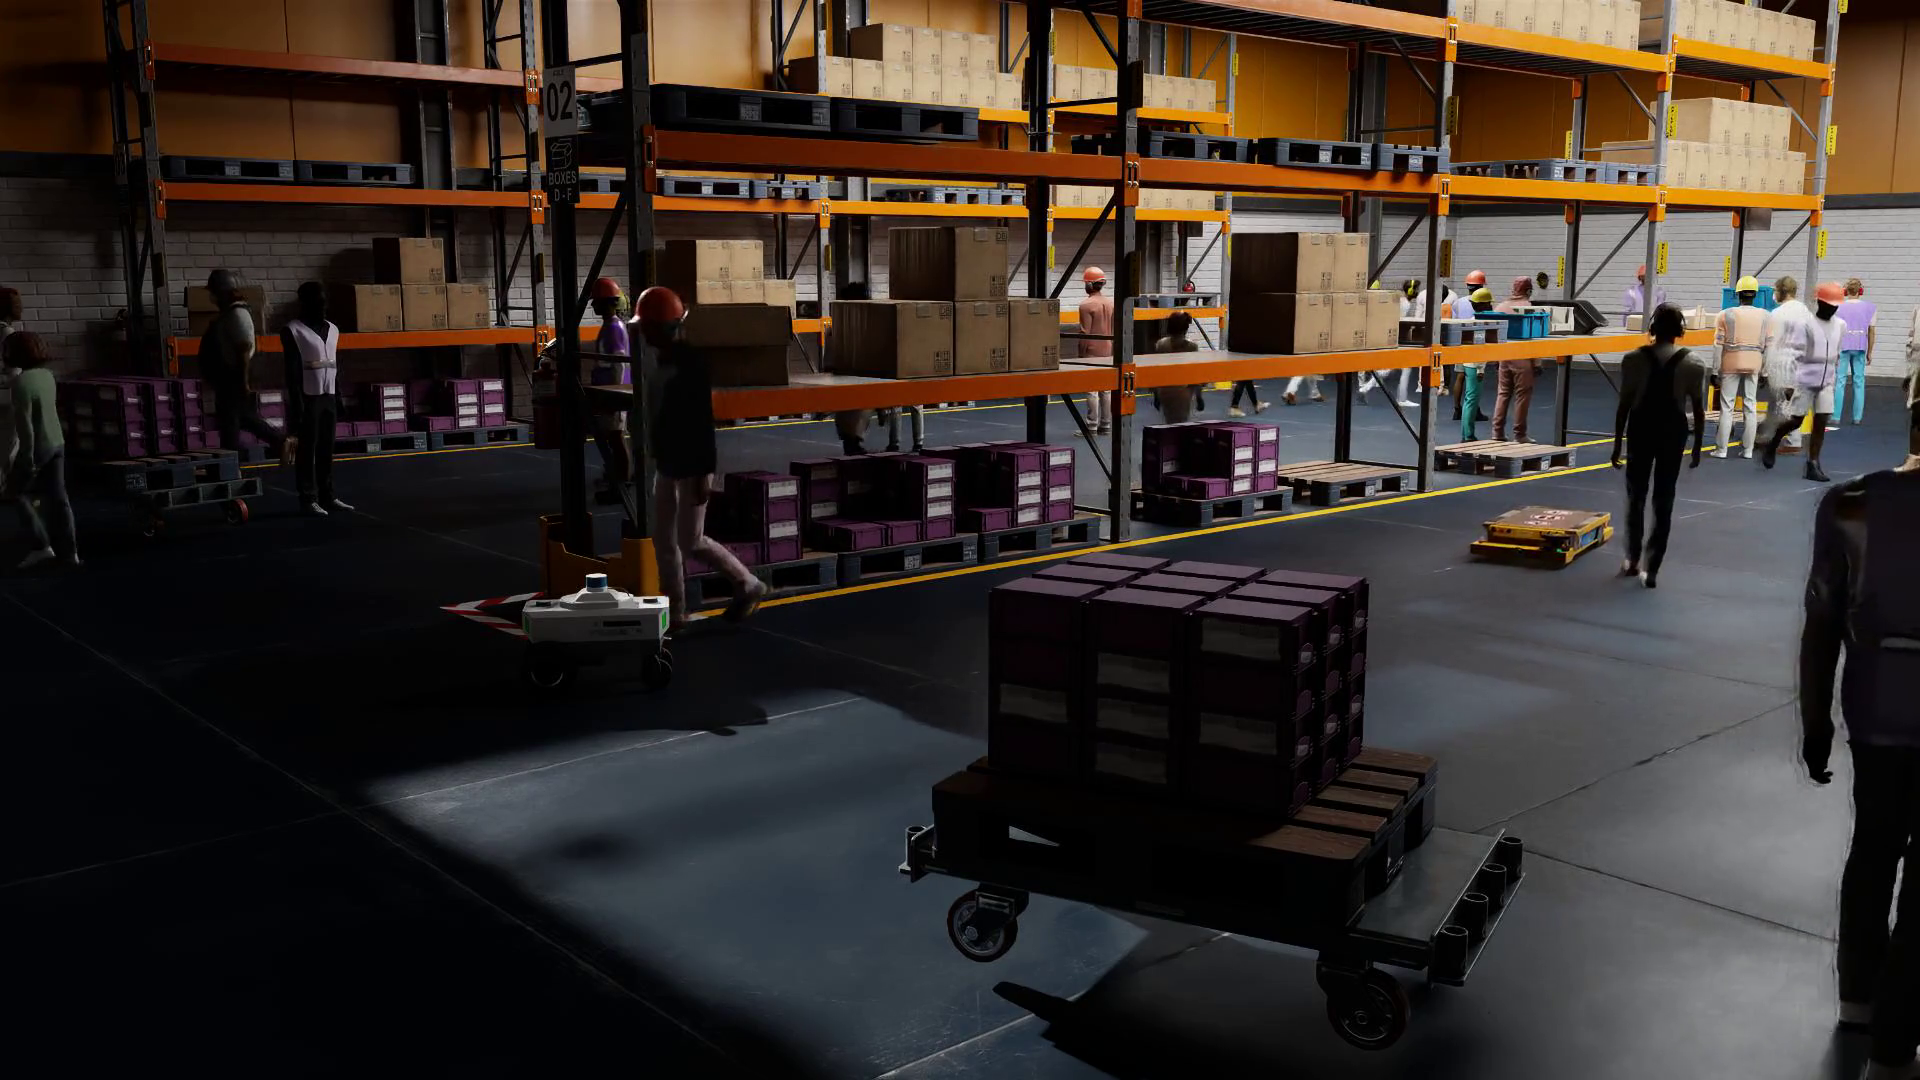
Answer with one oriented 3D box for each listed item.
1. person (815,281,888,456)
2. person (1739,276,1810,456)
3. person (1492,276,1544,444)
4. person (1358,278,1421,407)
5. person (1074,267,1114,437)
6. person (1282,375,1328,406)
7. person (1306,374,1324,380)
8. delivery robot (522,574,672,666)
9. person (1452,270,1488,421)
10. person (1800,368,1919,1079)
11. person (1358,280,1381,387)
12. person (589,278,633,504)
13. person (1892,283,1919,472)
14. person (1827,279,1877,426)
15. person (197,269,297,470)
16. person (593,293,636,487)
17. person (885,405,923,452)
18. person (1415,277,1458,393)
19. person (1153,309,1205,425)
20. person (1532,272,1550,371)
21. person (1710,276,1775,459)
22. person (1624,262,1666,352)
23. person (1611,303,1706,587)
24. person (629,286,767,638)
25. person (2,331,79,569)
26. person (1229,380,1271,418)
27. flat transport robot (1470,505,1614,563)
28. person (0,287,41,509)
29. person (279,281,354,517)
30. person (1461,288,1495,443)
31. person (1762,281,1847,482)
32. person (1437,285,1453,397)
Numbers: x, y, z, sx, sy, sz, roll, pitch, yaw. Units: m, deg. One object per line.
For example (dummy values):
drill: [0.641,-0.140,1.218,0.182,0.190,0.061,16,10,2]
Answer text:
person: [-0.845,-1.192,13.857,0.606,1.931,0.942,7,12,36]
person: [8.781,-1.862,17.842,0.655,1.926,0.672,-8,12,-38]
person: [6.345,-2.035,18.901,0.398,1.897,0.647,-7,12,-34]
person: [6.092,-2.780,23.484,0.788,1.828,0.524,0,10,-1]
person: [1.580,-2.202,19.567,0.378,1.995,0.609,9,13,41]
person: [4.936,-2.861,23.696,0.947,1.897,0.617,-6,11,-30]
person: [6.074,-3.730,28.511,0.396,1.992,0.623,-1,10,-7]
delivery robot: [-1.785,0.410,8.210,0.707,0.478,0.477,-2,10,-9]
person: [6.610,-2.499,21.471,0.362,1.938,0.545,-9,13,-41]
person: [2.513,0.453,4.291,0.611,1.898,0.586,-9,13,-43]
person: [6.718,-3.375,27.170,0.494,1.743,0.302,4,11,24]
person: [-3.016,-1.275,14.304,0.361,1.935,0.553,-2,10,-14]
person: [9.240,-1.590,15.843,0.376,2.045,0.605,-3,10,-19]
person: [11.160,-2.346,20.867,0.563,1.838,0.388,2,10,10]
person: [-6.876,-1.608,15.952,0.831,2.000,0.696,-5,11,-27]
person: [-3.129,-1.366,15.203,0.615,1.808,0.597,9,13,42]
person: [-0.616,-1.843,17.972,0.588,1.823,0.403,-3,10,-17]
person: [7.361,-3.214,25.791,0.647,1.897,0.399,1,10,4]
person: [2.021,-1.318,15.449,0.419,1.628,0.512,-7,12,-37]
person: [10.702,-4.011,30.655,0.376,1.836,0.651,8,13,40]
person: [8.190,-1.801,17.456,0.582,1.919,0.386,1,10,6]
person: [10.956,-3.426,26.660,0.603,2.027,0.467,4,11,24]
person: [4.572,-0.634,10.894,0.542,1.815,0.801,4,10,22]
person: [-1.474,-0.416,9.206,0.695,1.967,0.638,-7,12,-37]
person: [-6.286,-0.603,11.317,0.461,1.619,0.516,0,10,2]
person: [3.863,-2.446,21.970,0.826,1.660,0.545,-5,11,-27]
flat transport robot: [4.243,-0.060,12.062,0.652,0.197,1.431,6,12,33]
person: [-7.985,-1.186,13.978,0.415,1.865,0.588,-9,13,-42]
person: [-5.310,-1.163,13.701,0.392,1.922,0.593,3,10,18]
person: [5.780,-1.917,18.557,0.306,1.772,0.527,2,10,11]
person: [8.098,-1.525,15.917,0.561,1.899,0.778,-1,10,-9]
person: [7.236,-2.999,25.098,0.531,1.698,0.320,-6,11,-32]
